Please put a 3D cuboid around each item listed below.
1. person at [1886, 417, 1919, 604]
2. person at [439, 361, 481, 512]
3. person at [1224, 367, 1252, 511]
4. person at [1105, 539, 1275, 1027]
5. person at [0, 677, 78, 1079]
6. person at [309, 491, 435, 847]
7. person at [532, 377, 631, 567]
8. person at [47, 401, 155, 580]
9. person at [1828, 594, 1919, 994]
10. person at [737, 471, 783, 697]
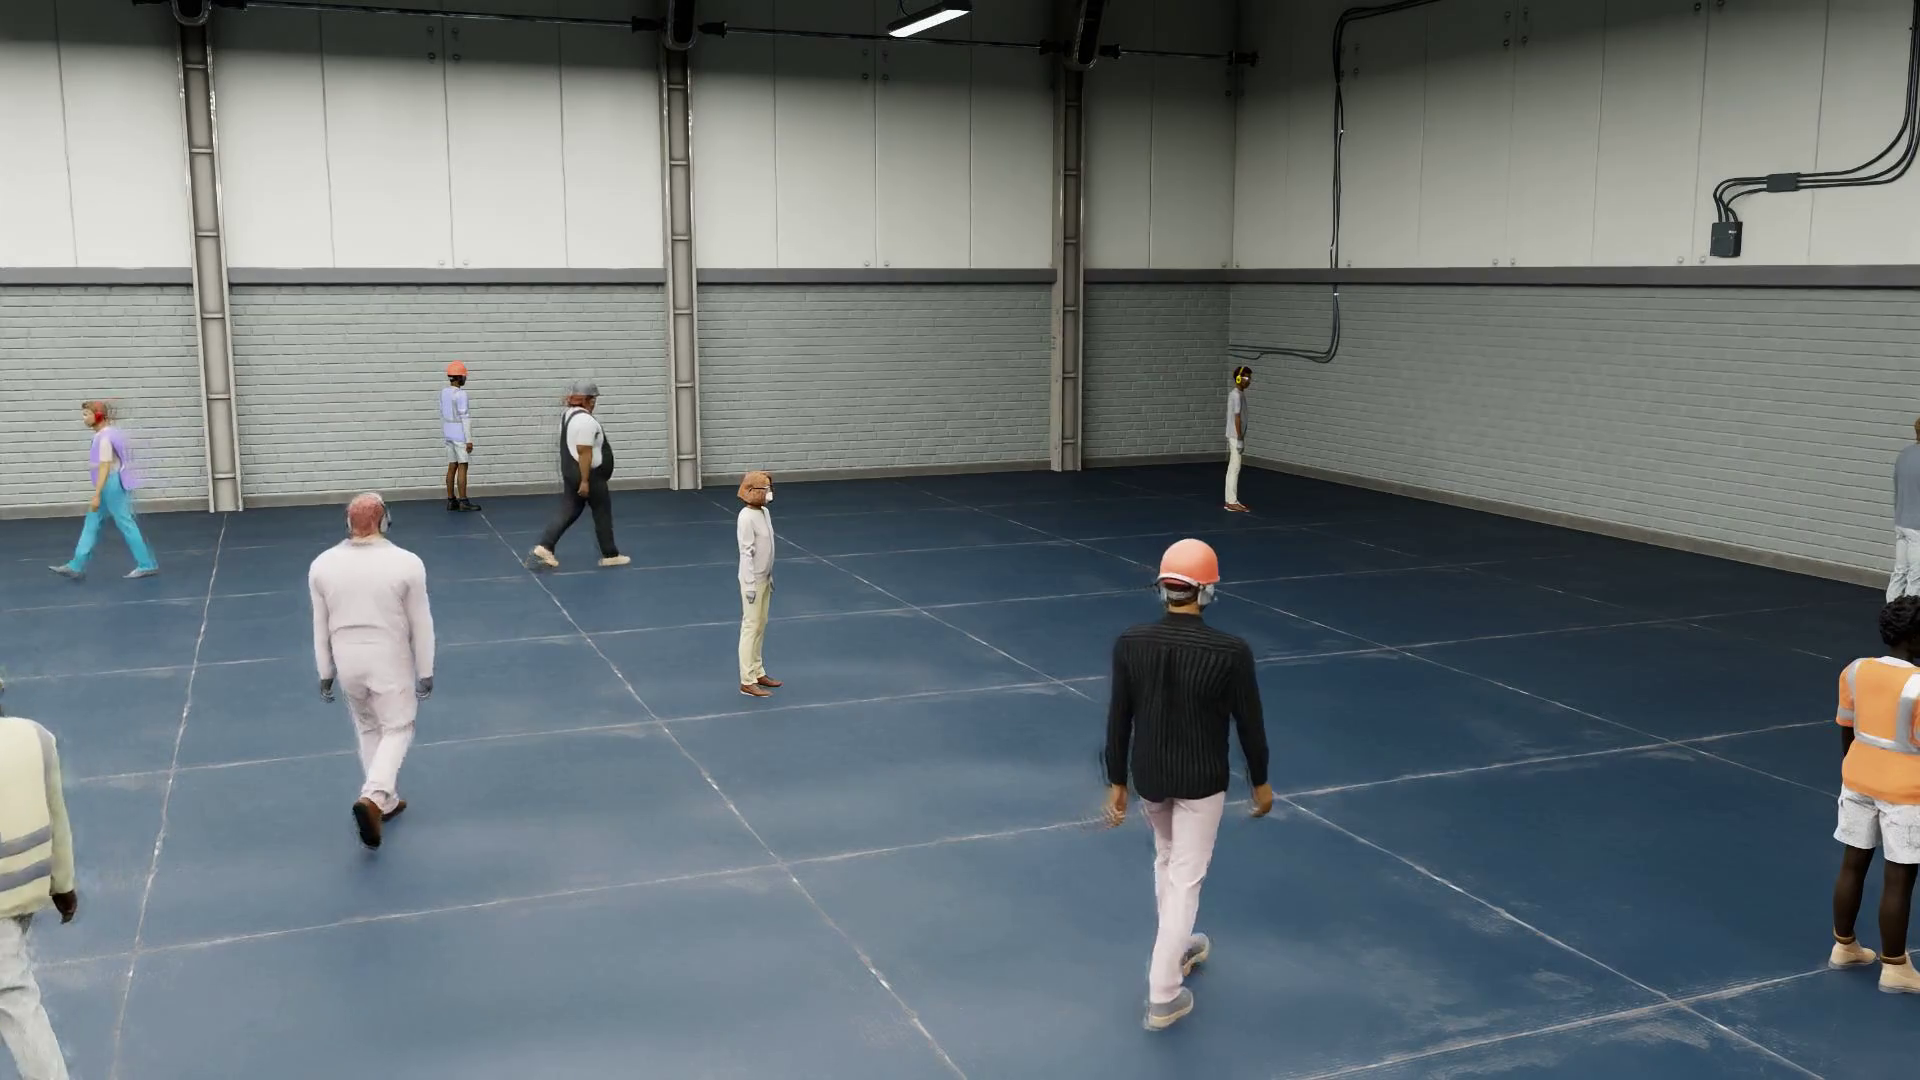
[{"bbox_3d":[7.786,-0.071,13.485,0.372,1.940,0.631,0,9,3],"label":"person"},{"bbox_3d":[-6.430,-1.326,21.362,0.551,1.936,0.356,8,12,40],"label":"person"},{"bbox_3d":[3.595,-1.304,21.465,0.327,1.865,0.518,0,9,2],"label":"person"},{"bbox_3d":[0.991,0.964,6.914,0.623,1.959,0.888,7,11,36],"label":"person"},{"bbox_3d":[-3.475,1.230,5.771,0.922,1.784,0.618,1,9,7],"label":"person"},{"bbox_3d":[-3.170,0.681,8.962,0.651,1.879,0.832,1,9,5],"label":"person"},{"bbox_3d":[-3.972,-0.720,17.236,0.970,2.000,0.689,-6,11,-33],"label":"person"},{"bbox_3d":[-8.537,-0.475,16.472,0.979,1.793,0.590,-6,11,-33],"label":"person"},{"bbox_3d":[3.970,1.069,7.092,0.321,1.693,0.530,-3,9,-16],"label":"person"},{"bbox_3d":[-1.465,0.306,12.065,0.276,1.633,0.507,2,9,9],"label":"person"}]
